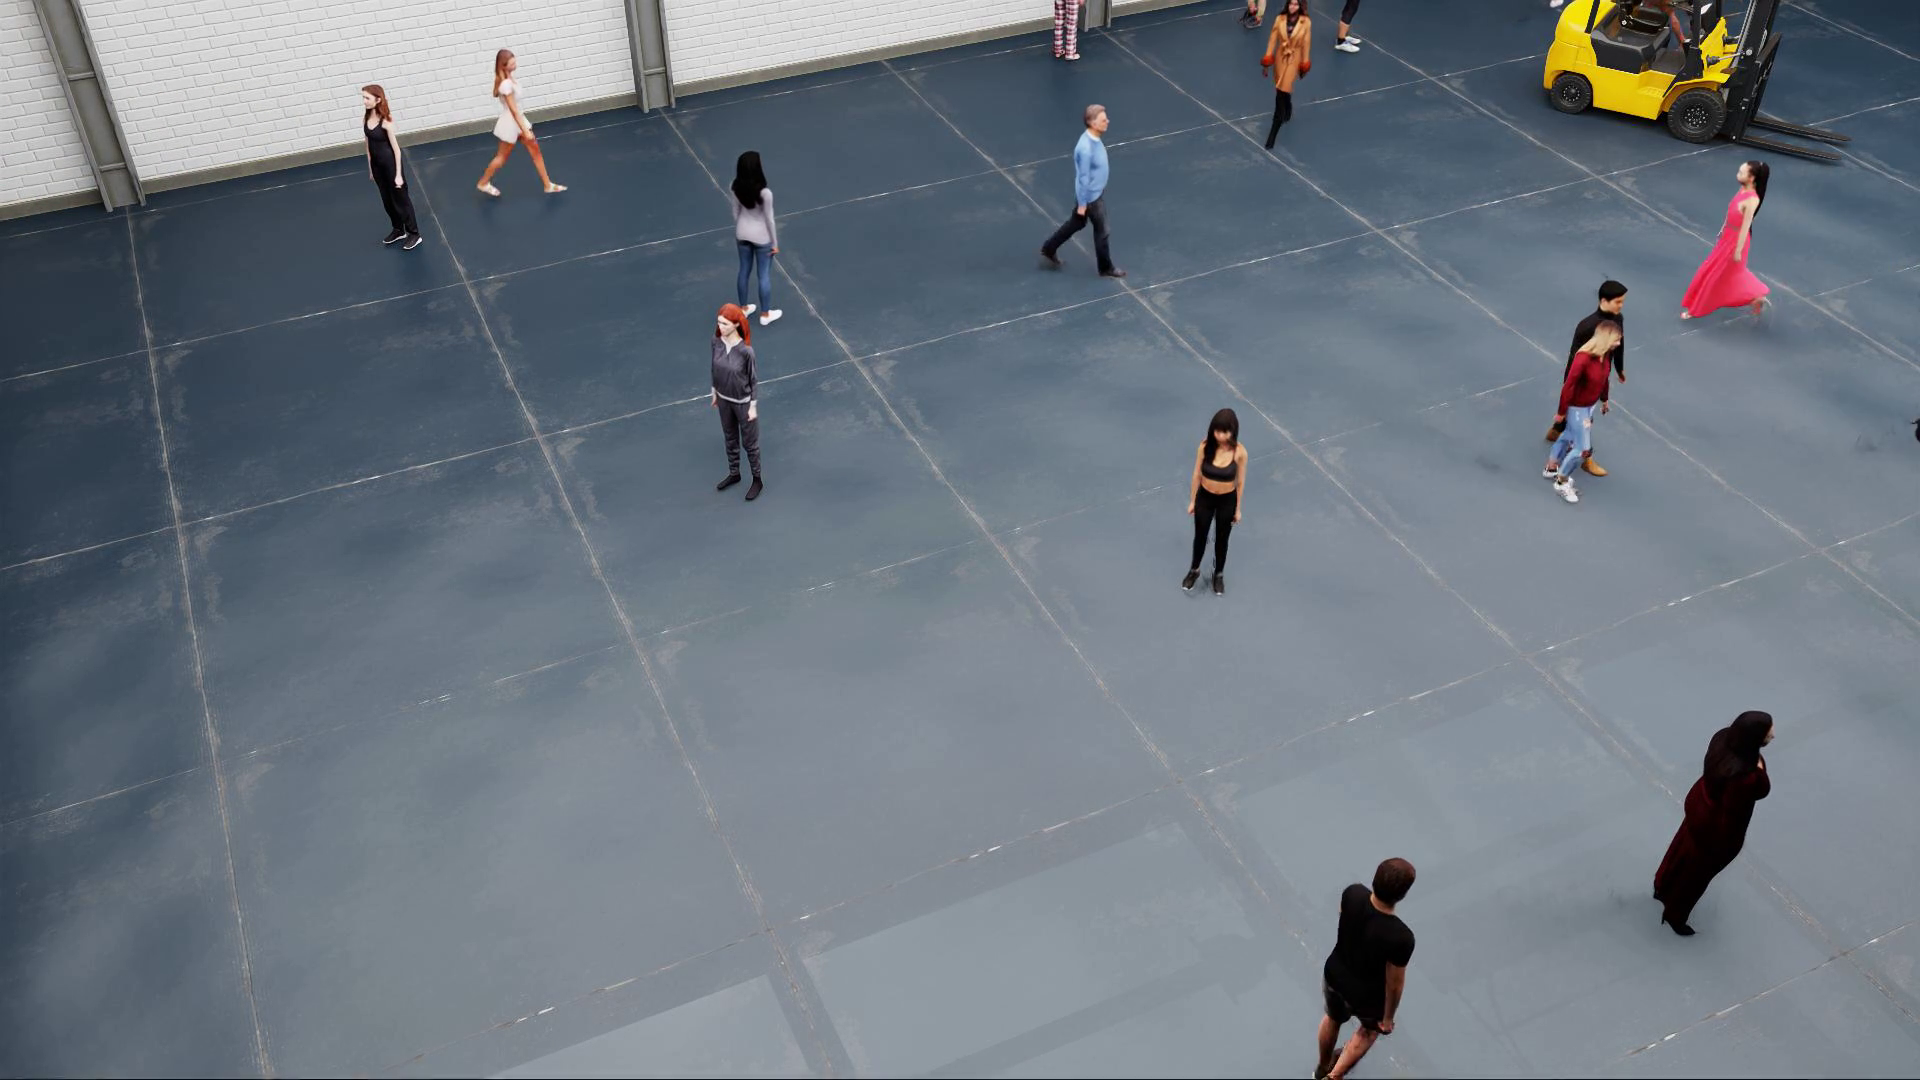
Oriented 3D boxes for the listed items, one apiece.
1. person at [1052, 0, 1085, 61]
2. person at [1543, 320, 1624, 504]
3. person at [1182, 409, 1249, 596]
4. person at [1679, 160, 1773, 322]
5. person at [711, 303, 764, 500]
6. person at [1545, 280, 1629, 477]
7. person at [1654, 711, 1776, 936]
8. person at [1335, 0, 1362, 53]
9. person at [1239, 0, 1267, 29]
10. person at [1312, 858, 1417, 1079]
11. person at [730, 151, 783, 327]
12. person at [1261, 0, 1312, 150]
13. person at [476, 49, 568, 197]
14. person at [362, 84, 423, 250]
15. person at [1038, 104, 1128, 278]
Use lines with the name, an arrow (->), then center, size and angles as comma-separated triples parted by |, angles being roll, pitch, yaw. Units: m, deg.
person -> 1.340, -6.858, 20.775 | 0.681, 1.697, 0.643 | 28, 46, 30
person -> 5.035, -1.134, 13.669 | 0.768, 1.618, 0.694 | 30, 48, 32
person -> 1.950, -0.307, 12.614 | 0.610, 1.644, 0.686 | 9, 40, 12
person -> 7.366, -2.765, 15.645 | 1.084, 1.701, 0.993 | 10, 40, 13
person -> -1.820, -1.140, 13.548 | 0.655, 1.780, 0.684 | 19, 42, 22
person -> 5.265, -1.428, 13.976 | 0.948, 1.695, 0.834 | -23, 44, -26
person -> 4.545, 1.674, 10.043 | 0.803, 1.756, 0.777 | 5, 39, 6
person -> 4.981, -7.117, 20.977 | 0.772, 1.848, 0.754 | 7, 39, 8
person -> 3.973, -7.495, 21.467 | 0.627, 1.829, 0.671 | -16, 41, -19
person -> 2.100, 2.434, 9.020 | 0.813, 1.846, 0.787 | -28, 46, -30
person -> -1.955, -2.854, 15.732 | 0.686, 1.733, 0.726 | 18, 42, 21
person -> 3.736, -5.409, 18.977 | 1.163, 1.675, 1.298 | 18, 42, 21
person -> -4.859, -4.390, 17.722 | 1.247, 1.649, 0.874 | -3, 39, -4
person -> -5.809, -3.812, 16.919 | 0.666, 1.747, 0.699 | 19, 42, 22
person -> 1.191, -3.442, 16.430 | 1.251, 1.780, 1.100 | 6, 39, 8
